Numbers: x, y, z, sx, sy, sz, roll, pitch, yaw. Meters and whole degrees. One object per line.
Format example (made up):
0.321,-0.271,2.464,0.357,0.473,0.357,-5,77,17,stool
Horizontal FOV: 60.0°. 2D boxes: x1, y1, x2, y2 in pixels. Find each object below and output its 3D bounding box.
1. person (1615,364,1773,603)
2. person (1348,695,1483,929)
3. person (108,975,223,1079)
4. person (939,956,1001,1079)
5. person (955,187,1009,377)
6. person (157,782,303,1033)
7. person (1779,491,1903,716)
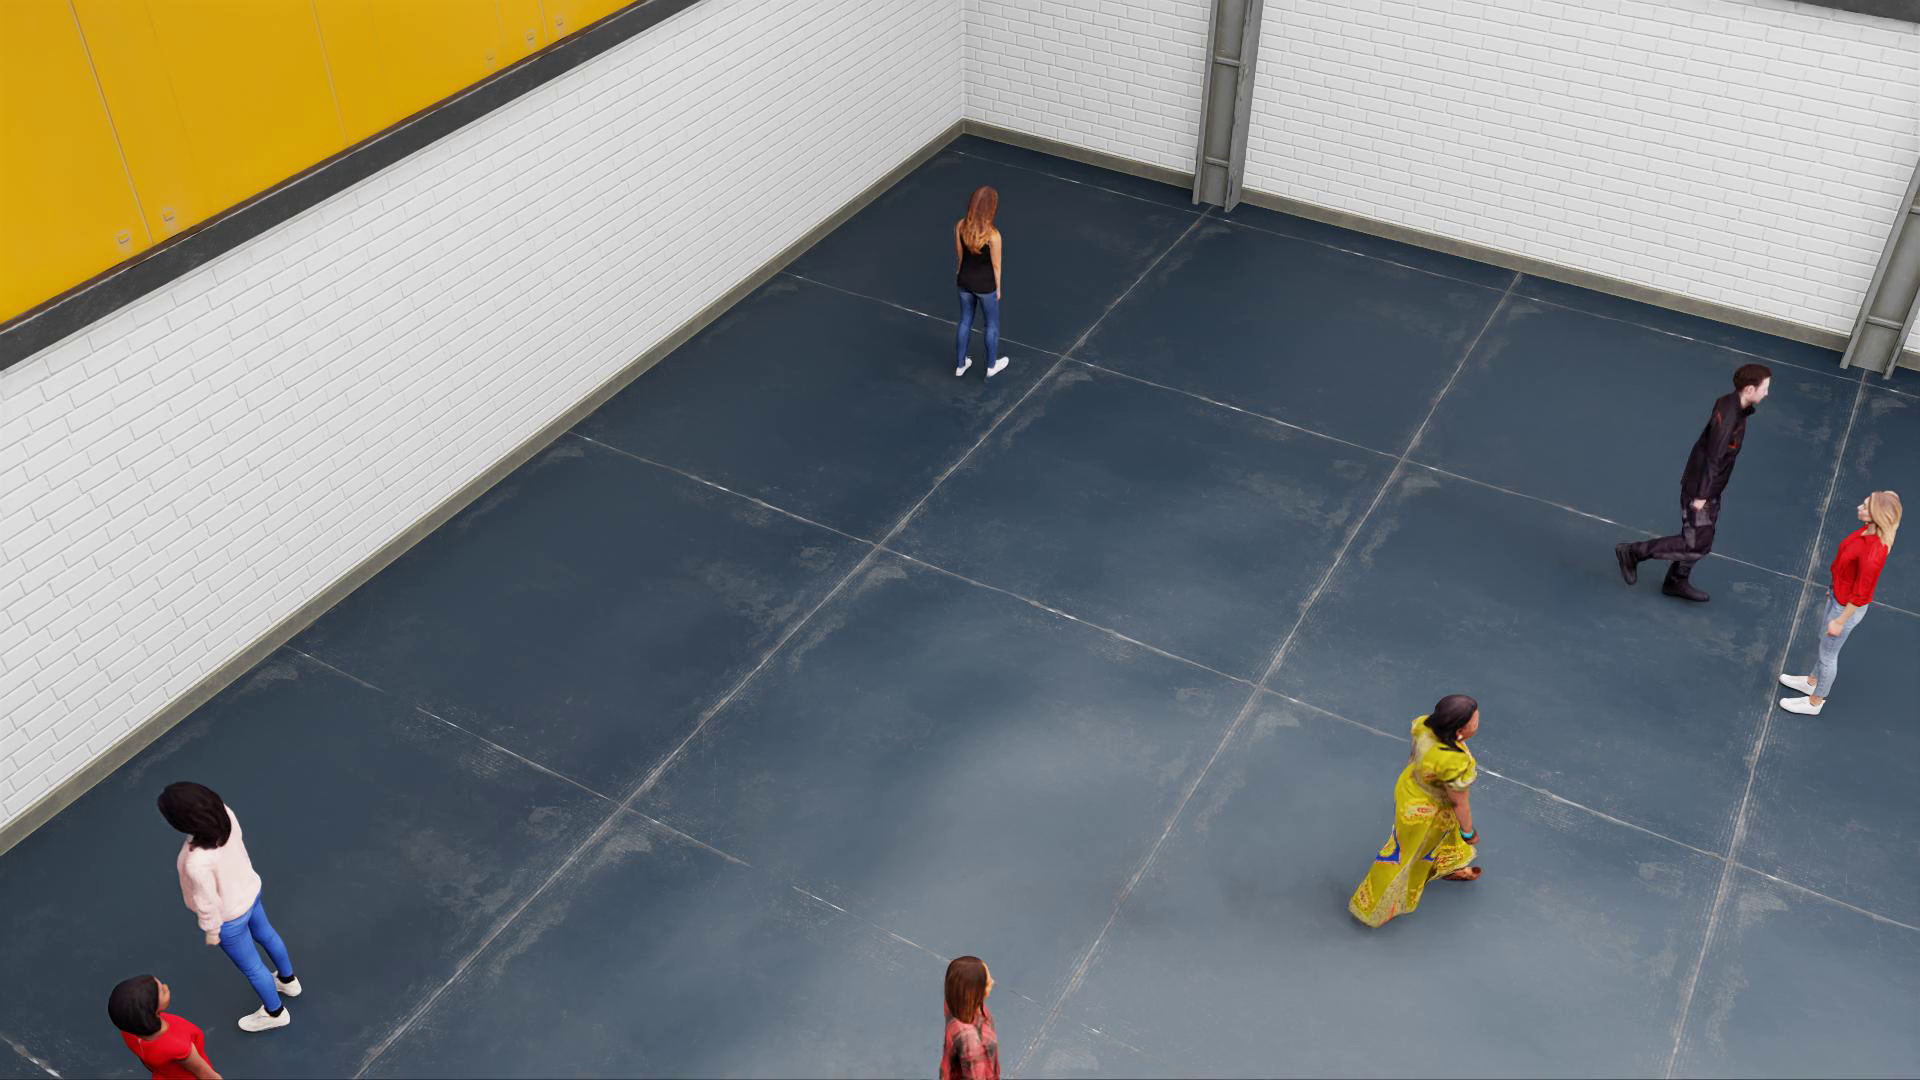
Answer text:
4.971,-0.373,11.286,0.891,1.887,0.685,22,44,25,person
2.484,1.496,9.152,1.259,1.628,1.139,-1,39,-2,person
-3.553,2.594,7.686,0.456,1.743,0.642,16,41,19,person
-0.044,2.557,7.782,1.065,1.681,0.927,-3,39,-4,person
0.138,-2.083,13.556,0.574,1.724,0.635,20,43,23,person
-3.738,1.874,8.568,0.710,1.766,0.722,2,39,2,person
5.569,0.398,10.467,0.543,1.704,0.647,14,41,17,person
